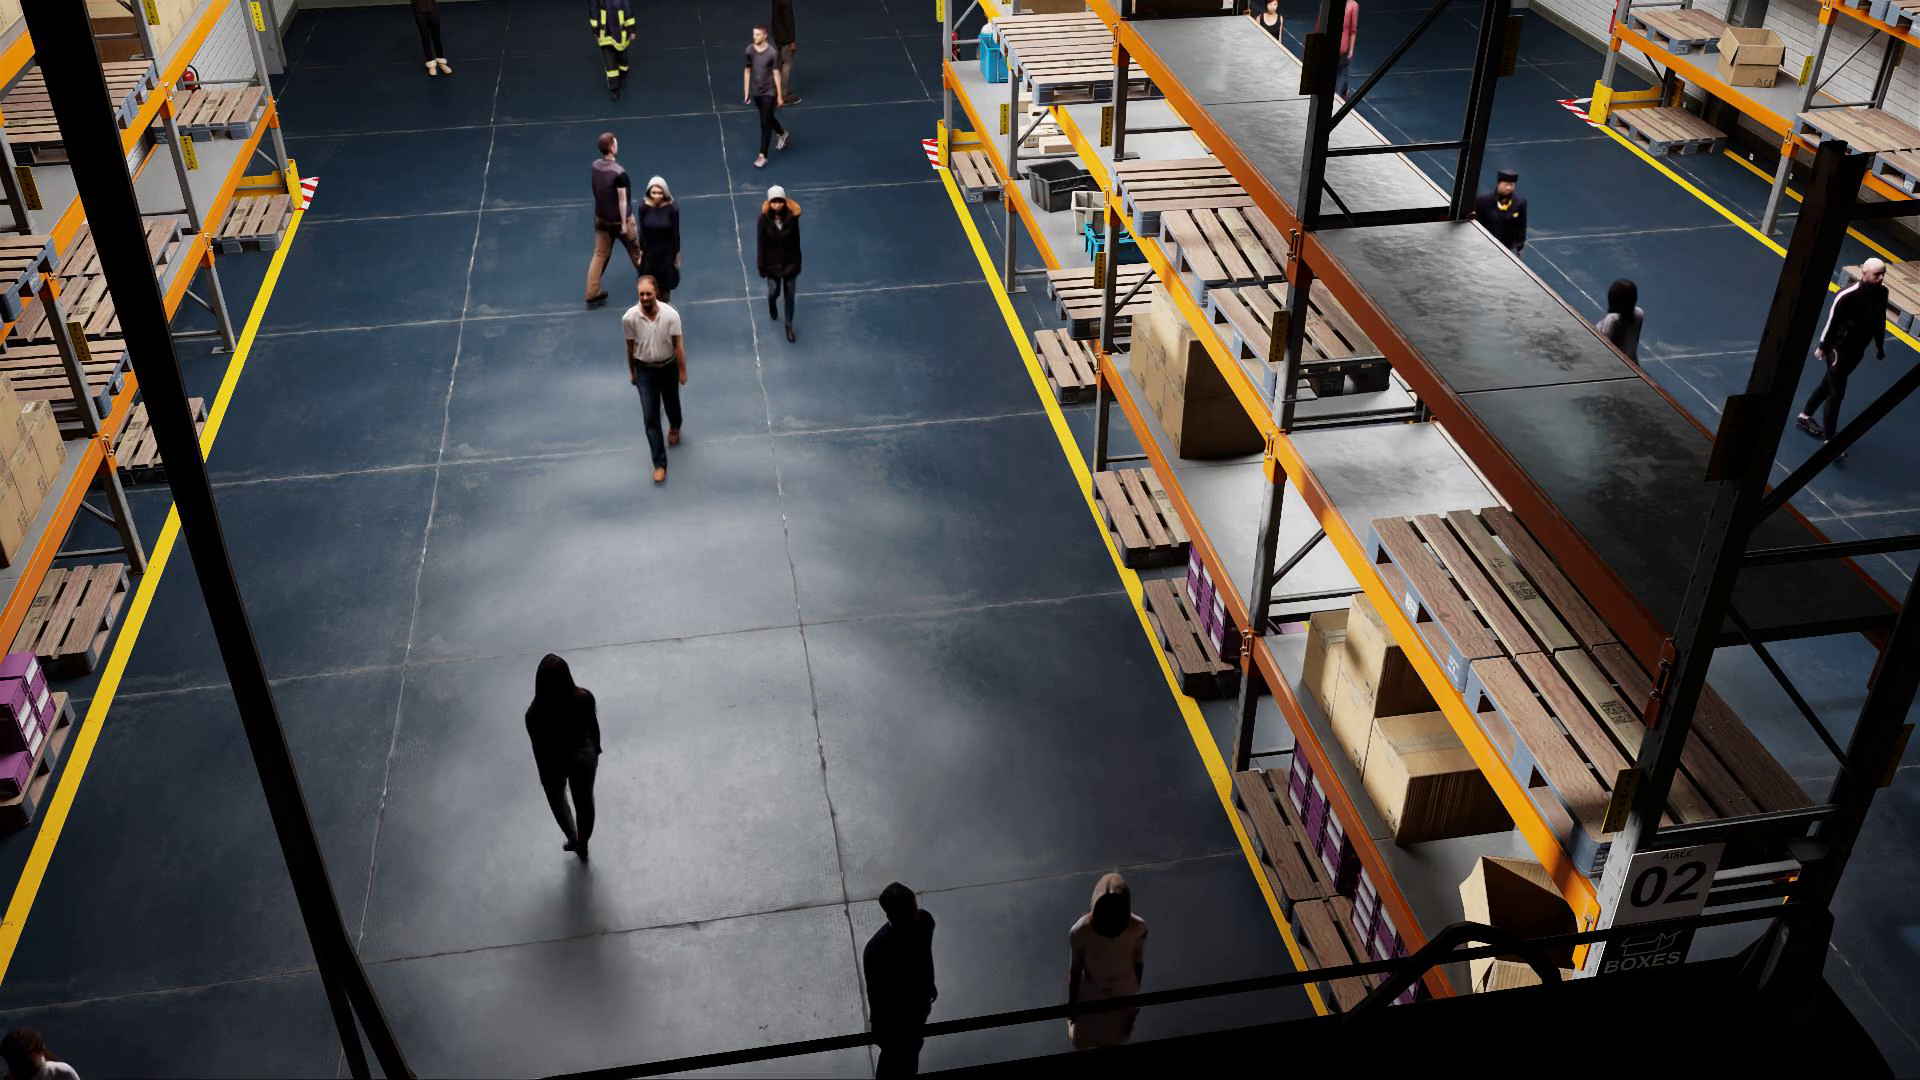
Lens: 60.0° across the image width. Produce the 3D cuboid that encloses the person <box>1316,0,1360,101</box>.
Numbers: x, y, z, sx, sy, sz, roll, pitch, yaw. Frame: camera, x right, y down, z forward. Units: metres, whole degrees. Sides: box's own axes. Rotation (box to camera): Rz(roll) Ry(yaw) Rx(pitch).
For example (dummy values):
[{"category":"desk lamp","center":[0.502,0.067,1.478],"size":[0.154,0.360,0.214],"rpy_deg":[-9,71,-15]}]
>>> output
[{"category":"person","center":[5.006,-6.583,22.312],"size":[1.105,1.779,1.302],"rpy_deg":[13,36,19]}]

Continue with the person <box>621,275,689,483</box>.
[{"category":"person","center":[-2.645,-1.523,14.663],"size":[0.778,1.820,1.235],"rpy_deg":[-2,34,-2]}]

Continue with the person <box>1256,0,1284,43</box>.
[{"category":"person","center":[4.168,-6.646,22.611],"size":[0.544,1.553,0.517],"rpy_deg":[-3,34,-5]}]

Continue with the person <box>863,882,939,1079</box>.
[{"category":"person","center":[-0.306,2.452,8.767],"size":[0.750,1.726,0.703],"rpy_deg":[23,40,31]}]

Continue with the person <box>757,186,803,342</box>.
[{"category":"person","center":[-1.815,-2.833,16.815],"size":[0.659,1.619,0.824],"rpy_deg":[-8,34,-11]}]

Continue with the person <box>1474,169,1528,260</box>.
[{"category":"person","center":[5.485,-3.026,17.067],"size":[0.783,1.660,0.774],"rpy_deg":[4,34,6]}]

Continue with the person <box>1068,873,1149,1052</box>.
[{"category":"person","center":[0.749,2.390,8.857],"size":[0.578,1.730,0.953],"rpy_deg":[-5,34,-7]}]

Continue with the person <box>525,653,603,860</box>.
[{"category":"person","center":[-2.444,1.412,10.446],"size":[0.667,1.599,0.664],"rpy_deg":[-15,37,-22]}]

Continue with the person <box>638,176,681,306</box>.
[{"category":"person","center":[-3.003,-2.867,16.765],"size":[0.635,1.731,0.736],"rpy_deg":[0,34,0]}]

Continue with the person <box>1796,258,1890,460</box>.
[{"category":"person","center":[7.903,-1.736,15.000],"size":[0.804,1.802,1.069],"rpy_deg":[-12,36,-18]}]

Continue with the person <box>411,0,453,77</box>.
[{"category":"person","center":[-7.667,-7.554,23.875],"size":[0.672,1.666,0.730],"rpy_deg":[-16,37,-22]}]

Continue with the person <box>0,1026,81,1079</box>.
[{"category":"person","center":[-4.446,2.911,8.270],"size":[0.548,1.510,1.054],"rpy_deg":[-5,34,-7]}]

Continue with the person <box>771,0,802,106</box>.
[{"category":"person","center":[-2.418,-6.881,22.746],"size":[0.761,1.795,0.576],"rpy_deg":[-15,36,-21]}]

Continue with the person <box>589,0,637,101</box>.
[{"category":"person","center":[-4.817,-7.137,23.100],"size":[0.808,1.830,1.143],"rpy_deg":[-8,35,-12]}]

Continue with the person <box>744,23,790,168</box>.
[{"category":"person","center":[-2.402,-5.632,20.924],"size":[1.067,1.731,1.221],"rpy_deg":[16,37,23]}]

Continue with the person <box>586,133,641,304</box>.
[{"category":"person","center":[-3.701,-3.316,17.387],"size":[1.229,1.790,1.255],"rpy_deg":[23,40,31]}]

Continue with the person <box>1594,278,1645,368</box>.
[{"category":"person","center":[5.897,-1.532,14.889],"size":[0.733,1.584,0.831],"rpy_deg":[-14,36,-20]}]
